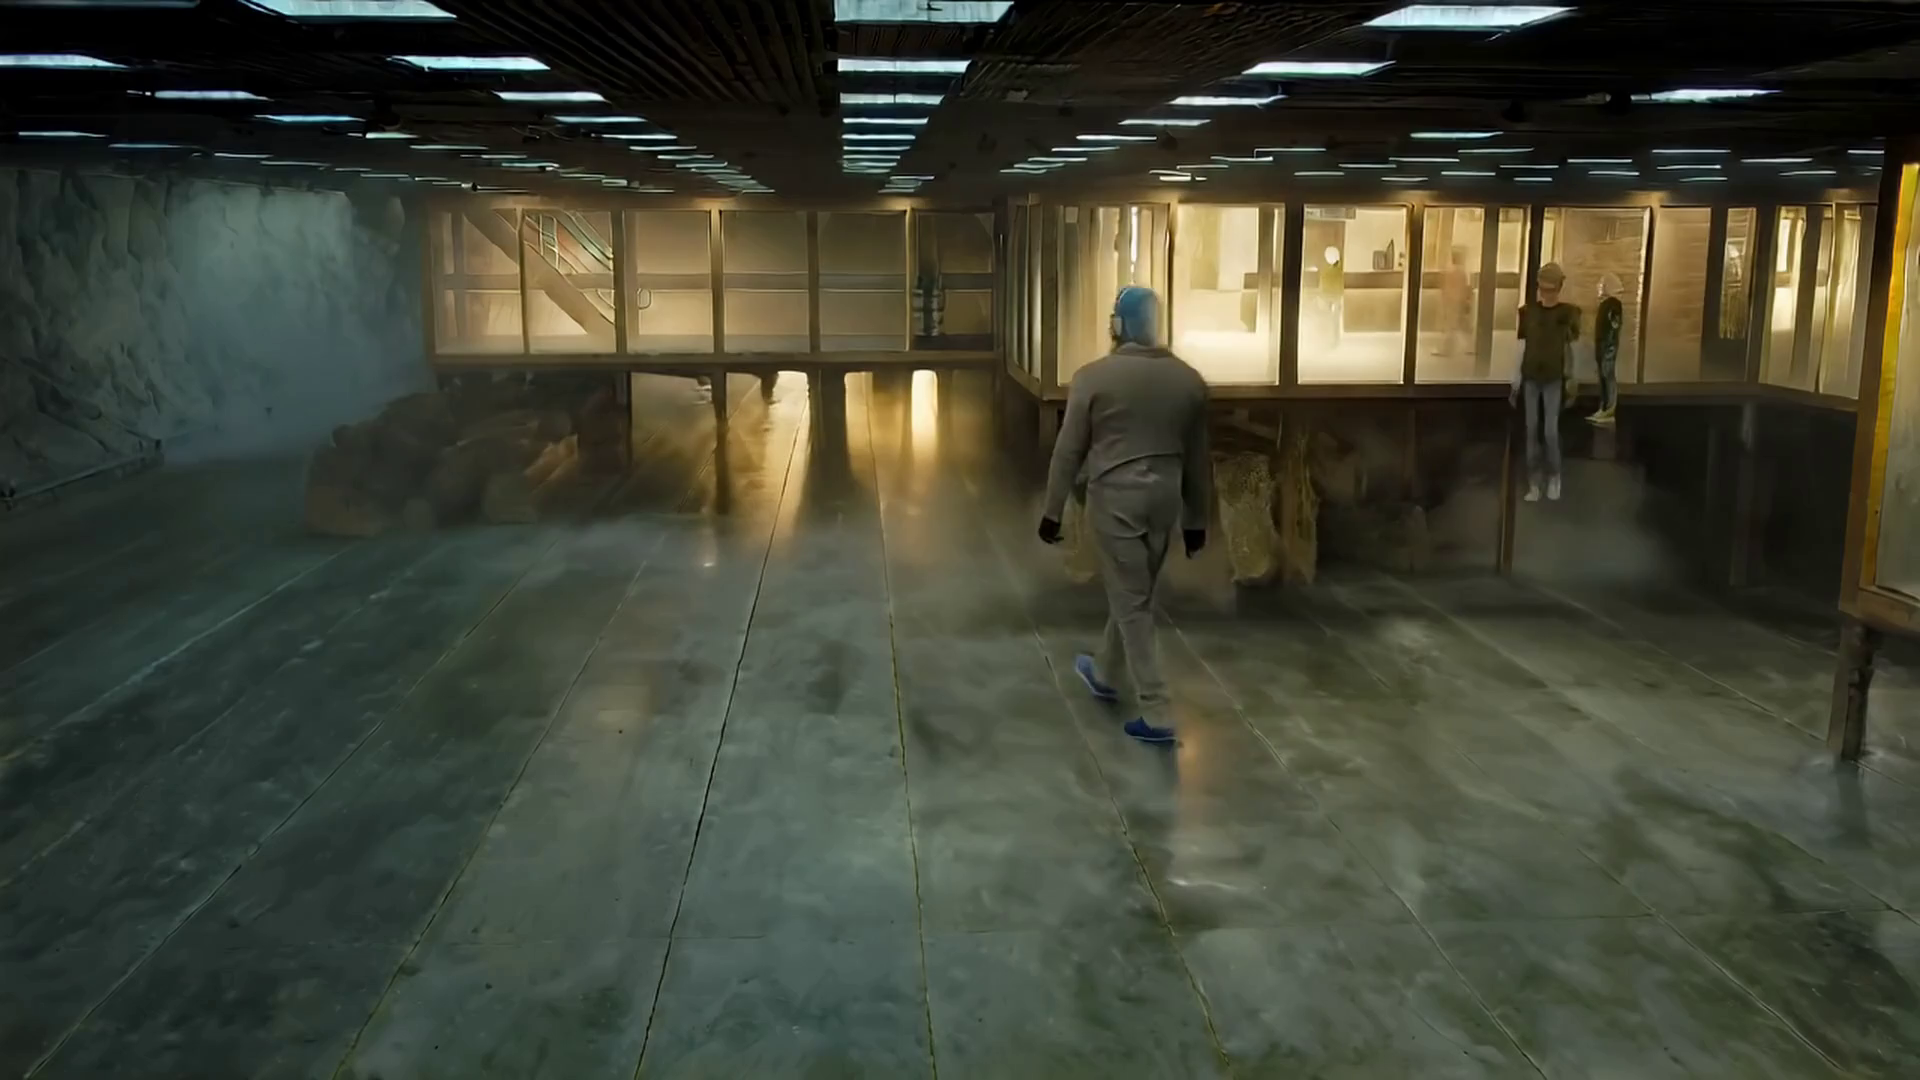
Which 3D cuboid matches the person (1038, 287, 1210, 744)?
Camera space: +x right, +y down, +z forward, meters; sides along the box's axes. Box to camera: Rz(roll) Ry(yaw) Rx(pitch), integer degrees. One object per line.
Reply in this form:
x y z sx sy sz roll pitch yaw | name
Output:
0.686 -0.126 7.018 0.646 1.853 1.010 -6 12 -29 | person

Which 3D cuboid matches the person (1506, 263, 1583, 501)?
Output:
4.506 -1.208 12.873 0.511 1.854 0.416 8 13 36 | person

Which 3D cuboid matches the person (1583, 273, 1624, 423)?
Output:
7.076 -2.093 18.213 0.274 1.632 0.507 0 11 2 | person
